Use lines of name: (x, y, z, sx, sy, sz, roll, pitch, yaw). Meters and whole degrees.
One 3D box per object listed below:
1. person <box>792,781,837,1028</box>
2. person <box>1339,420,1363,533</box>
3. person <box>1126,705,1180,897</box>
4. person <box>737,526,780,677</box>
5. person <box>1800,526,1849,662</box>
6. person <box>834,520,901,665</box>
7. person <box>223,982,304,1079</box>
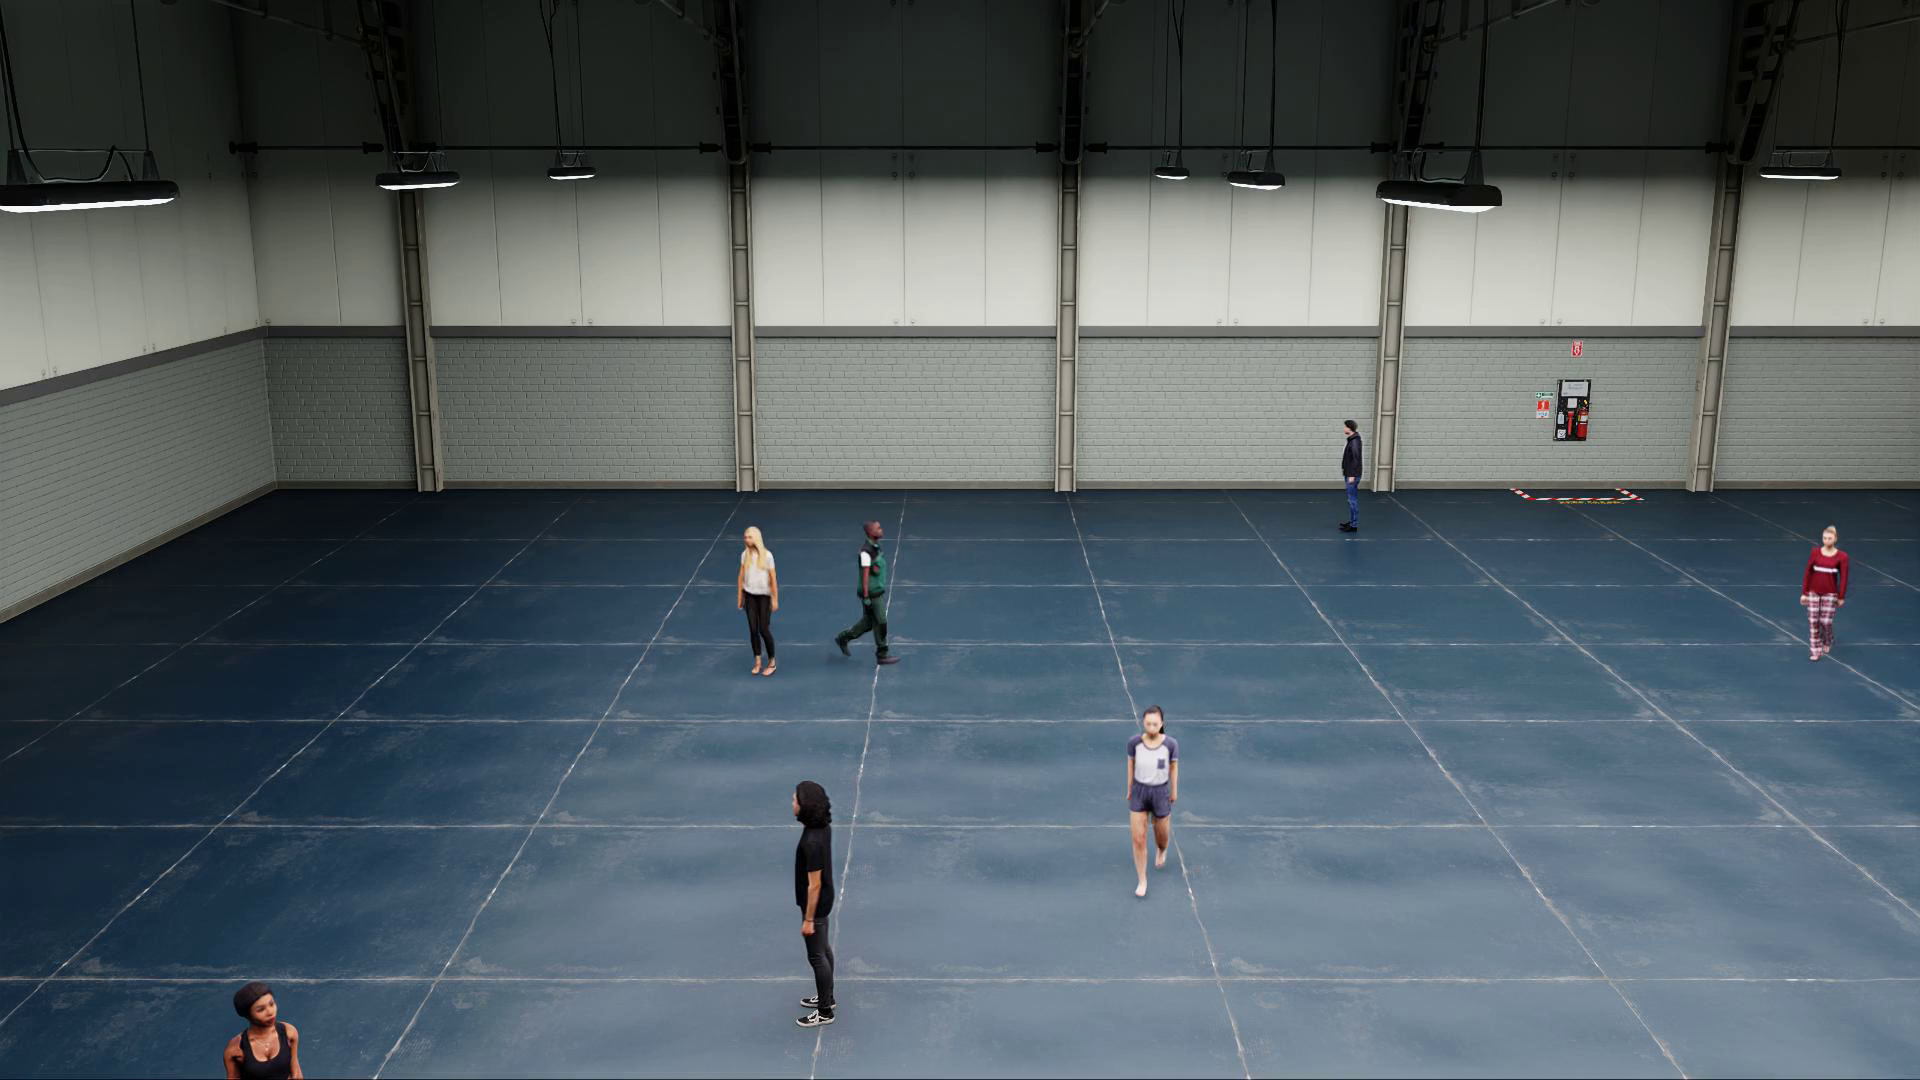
person: (-1.043, 2.605, 12.035, 0.533, 1.835, 0.643, 1, 13, 4)
person: (6.582, -1.086, 27.853, 0.652, 1.889, 0.730, 3, 13, 13)
person: (1.644, 2.195, 14.265, 0.886, 1.628, 0.776, 3, 13, 13)
person: (-2.437, 0.716, 20.245, 0.666, 1.812, 0.773, 3, 13, 12)
person: (10.783, 0.664, 20.753, 0.786, 1.685, 0.848, 11, 17, 39)
person: (-1.171, 0.652, 20.503, 1.113, 1.820, 0.781, 2, 13, 8)
person: (-3.911, 3.283, 9.413, 0.641, 1.697, 0.722, -10, 16, -37)
